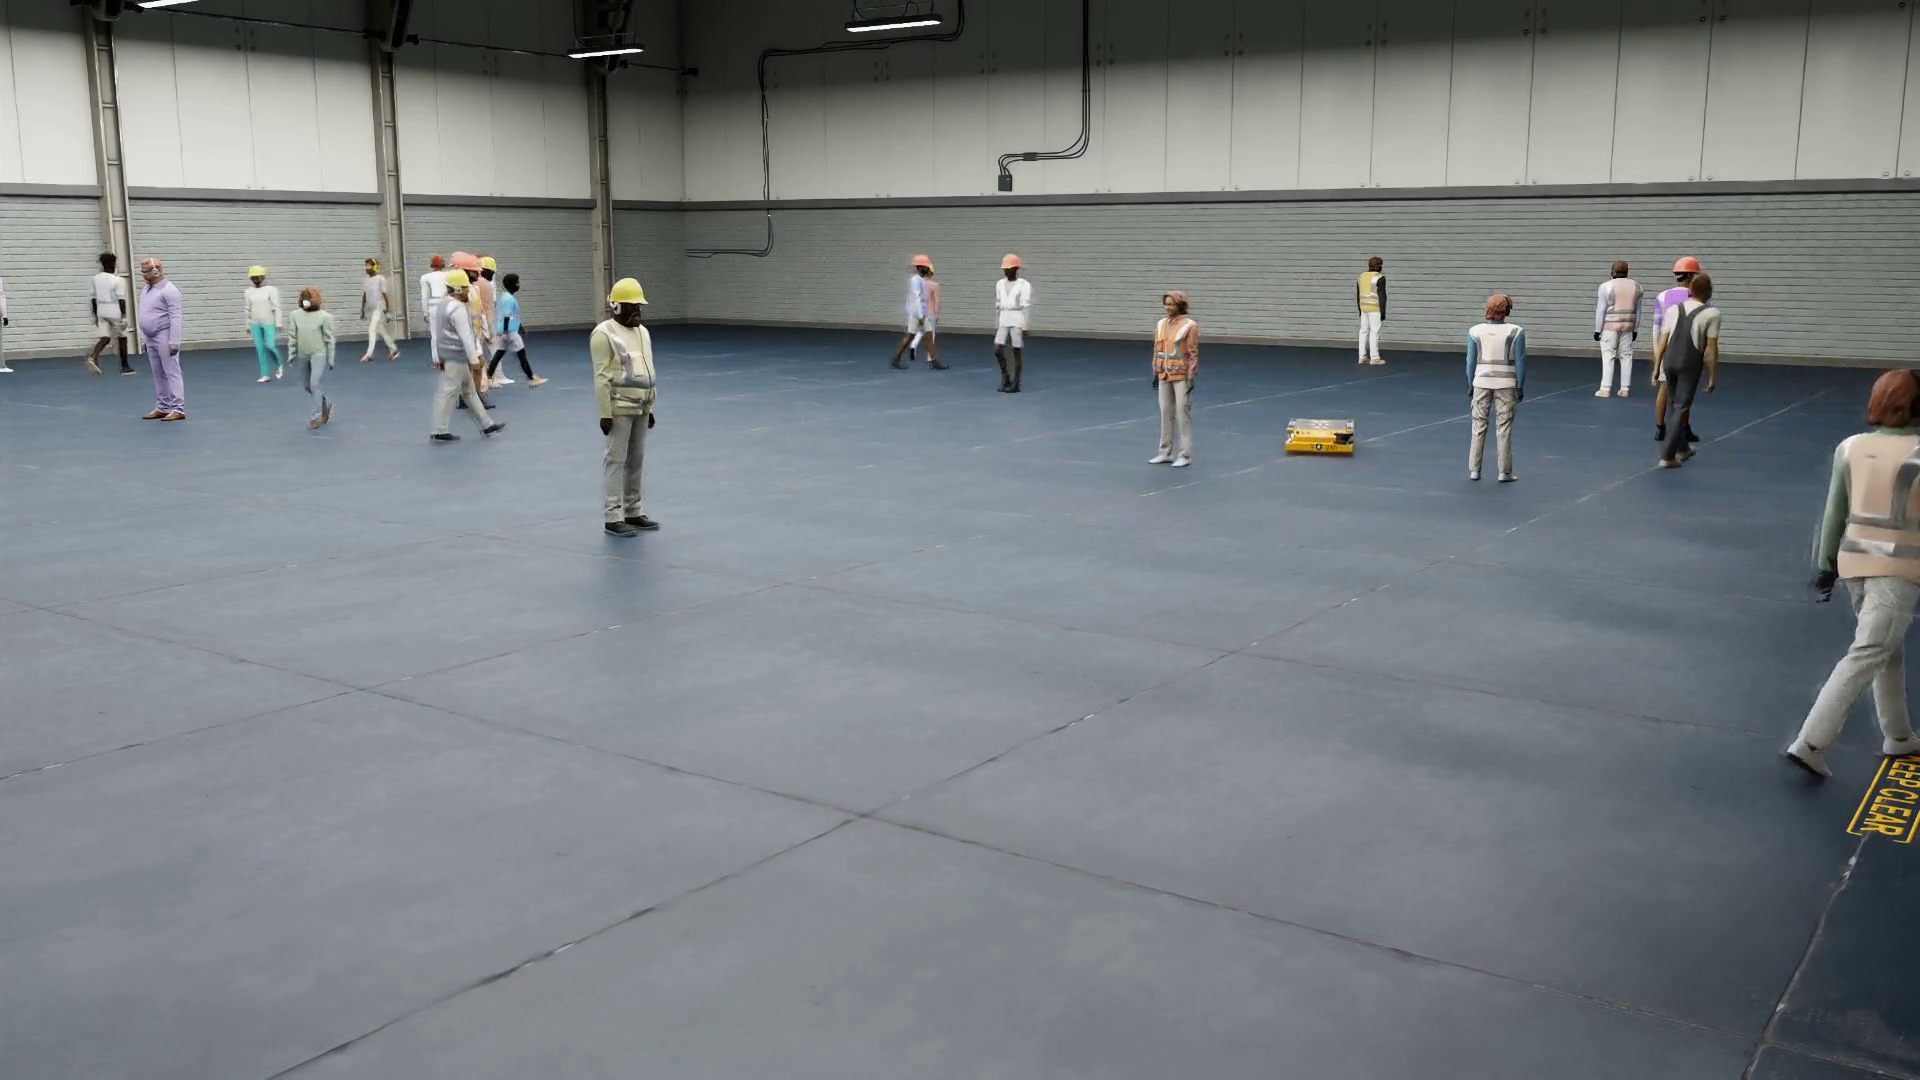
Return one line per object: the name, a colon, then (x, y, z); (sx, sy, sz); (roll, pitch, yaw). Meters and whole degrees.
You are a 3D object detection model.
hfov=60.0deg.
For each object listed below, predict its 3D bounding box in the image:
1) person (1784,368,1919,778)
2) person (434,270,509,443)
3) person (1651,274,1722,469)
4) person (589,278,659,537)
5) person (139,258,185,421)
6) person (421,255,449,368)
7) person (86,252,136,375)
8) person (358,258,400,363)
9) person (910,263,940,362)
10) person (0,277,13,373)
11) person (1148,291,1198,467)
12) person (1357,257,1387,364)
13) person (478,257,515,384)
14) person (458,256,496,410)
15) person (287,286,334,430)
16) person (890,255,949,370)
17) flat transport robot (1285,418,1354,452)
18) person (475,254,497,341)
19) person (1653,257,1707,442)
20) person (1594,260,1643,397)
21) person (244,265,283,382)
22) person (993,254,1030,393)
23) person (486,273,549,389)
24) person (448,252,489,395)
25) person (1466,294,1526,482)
person: (3.583, 0.132, 6.497); (0.855, 1.598, 0.508); (-3, 11, -17)
person: (-5.146, -1.917, 17.406); (0.889, 1.788, 0.627); (-6, 12, -31)
person: (6.812, -1.571, 15.526); (0.906, 1.781, 0.535); (-8, 13, -39)
person: (-2.374, -0.948, 11.893); (0.404, 1.827, 0.600); (4, 11, 23)
person: (-9.400, -2.346, 19.532); (0.642, 1.901, 0.401); (7, 12, 36)
person: (-8.653, -3.795, 27.692); (0.574, 1.882, 0.356); (-3, 11, -17)
person: (-13.388, -3.542, 26.134); (0.606, 1.943, 0.835); (2, 10, 10)
person: (-10.293, -4.059, 29.351); (0.533, 1.836, 0.969); (6, 12, 30)
person: (-0.615, -3.942, 28.874); (0.531, 1.748, 0.572); (4, 11, 23)
person: (-15.561, -3.633, 26.656); (0.594, 1.924, 0.382); (0, 10, 1)
person: (2.003, -1.502, 15.535); (0.310, 1.636, 0.522); (-8, 13, -38)
person: (7.114, -3.947, 28.653); (0.429, 1.842, 0.630); (-6, 12, -28)
person: (-7.067, -3.212, 24.419); (0.879, 1.889, 0.576); (-7, 12, -35)
person: (-6.020, -2.574, 20.750); (0.702, 1.913, 0.568); (2, 10, 9)
person: (-7.307, -2.080, 18.850); (0.505, 1.606, 0.726); (2, 10, 9)
person: (-0.704, -3.738, 27.364); (0.979, 1.896, 0.570); (3, 10, 15)
flat transport robot: (3.687, -1.081, 17.004); (0.652, 0.197, 1.431); (2, 10, 13)
person: (-10.111, -5.076, 34.996); (0.582, 1.830, 0.975); (6, 12, 30)
person: (7.541, -1.990, 17.434); (0.375, 1.934, 0.547); (-8, 13, -39)
person: (8.885, -2.852, 22.523); (0.624, 1.844, 0.430); (-1, 10, -6)
person: (-10.438, -3.237, 24.908); (0.555, 1.751, 0.400); (1, 10, 6)
person: (0.688, -2.984, 23.036); (0.568, 1.918, 0.548); (6, 12, 32)
person: (-6.408, -2.976, 23.751); (0.901, 1.639, 0.535); (-5, 11, -24)
person: (-6.670, -2.917, 22.565); (0.619, 1.956, 0.610); (9, 13, 41)
person: (4.662, -1.318, 14.496); (0.513, 1.641, 0.307); (6, 12, 32)
